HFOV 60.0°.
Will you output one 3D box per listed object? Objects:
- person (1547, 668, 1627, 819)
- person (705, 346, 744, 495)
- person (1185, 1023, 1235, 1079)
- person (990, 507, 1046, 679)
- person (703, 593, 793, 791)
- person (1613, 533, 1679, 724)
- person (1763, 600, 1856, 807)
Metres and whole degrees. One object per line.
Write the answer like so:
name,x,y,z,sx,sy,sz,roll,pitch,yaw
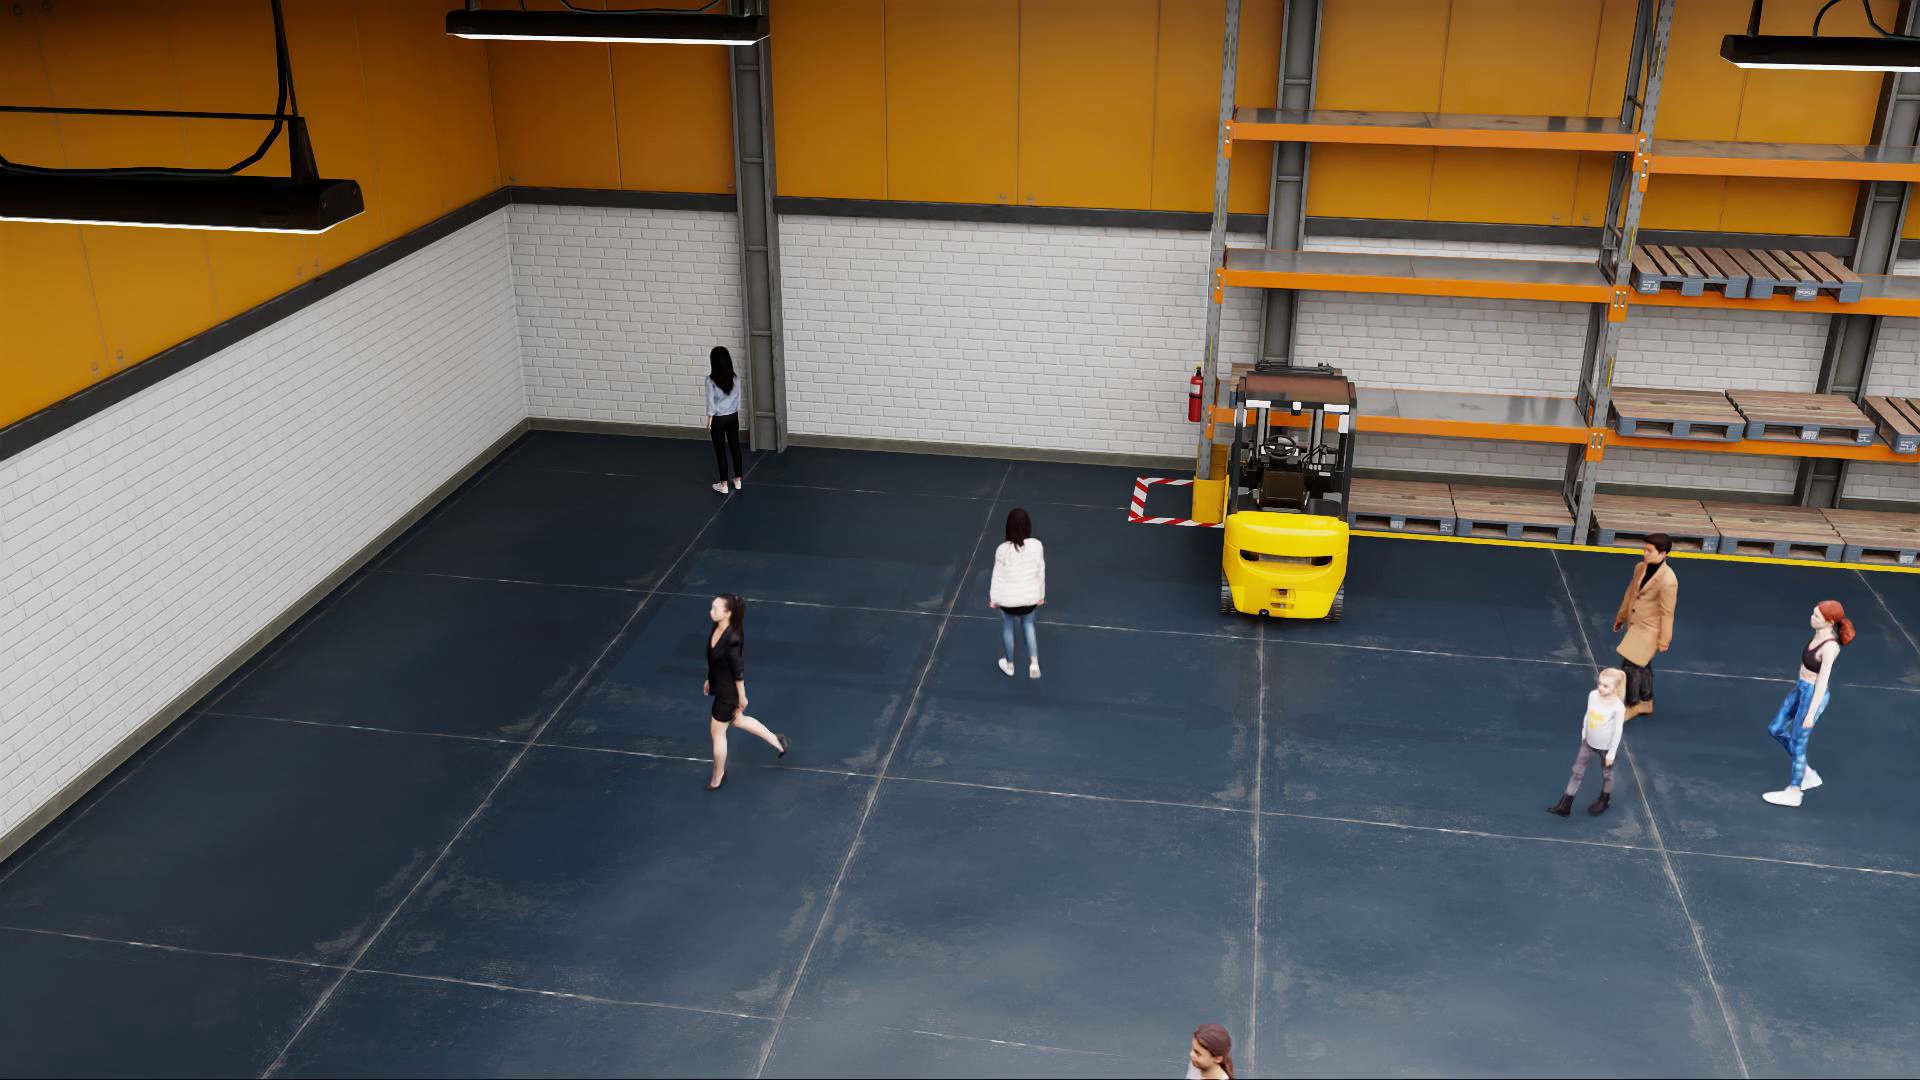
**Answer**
person,4.928,1.546,12.685,0.908,1.251,0.844,-16,28,-32
person,-2.662,-1.372,18.785,0.691,1.711,0.739,-18,30,-36
person,1.280,3.144,8.639,0.659,1.562,0.624,-10,26,-22
person,0.531,0.507,14.594,0.909,1.626,0.915,-8,25,-17
person,-1.729,1.168,13.025,1.079,1.670,0.913,-9,25,-20
person,5.852,0.725,13.987,0.781,1.712,0.731,-2,24,-4
person,6.551,1.267,12.669,0.685,1.774,0.613,6,24,14
